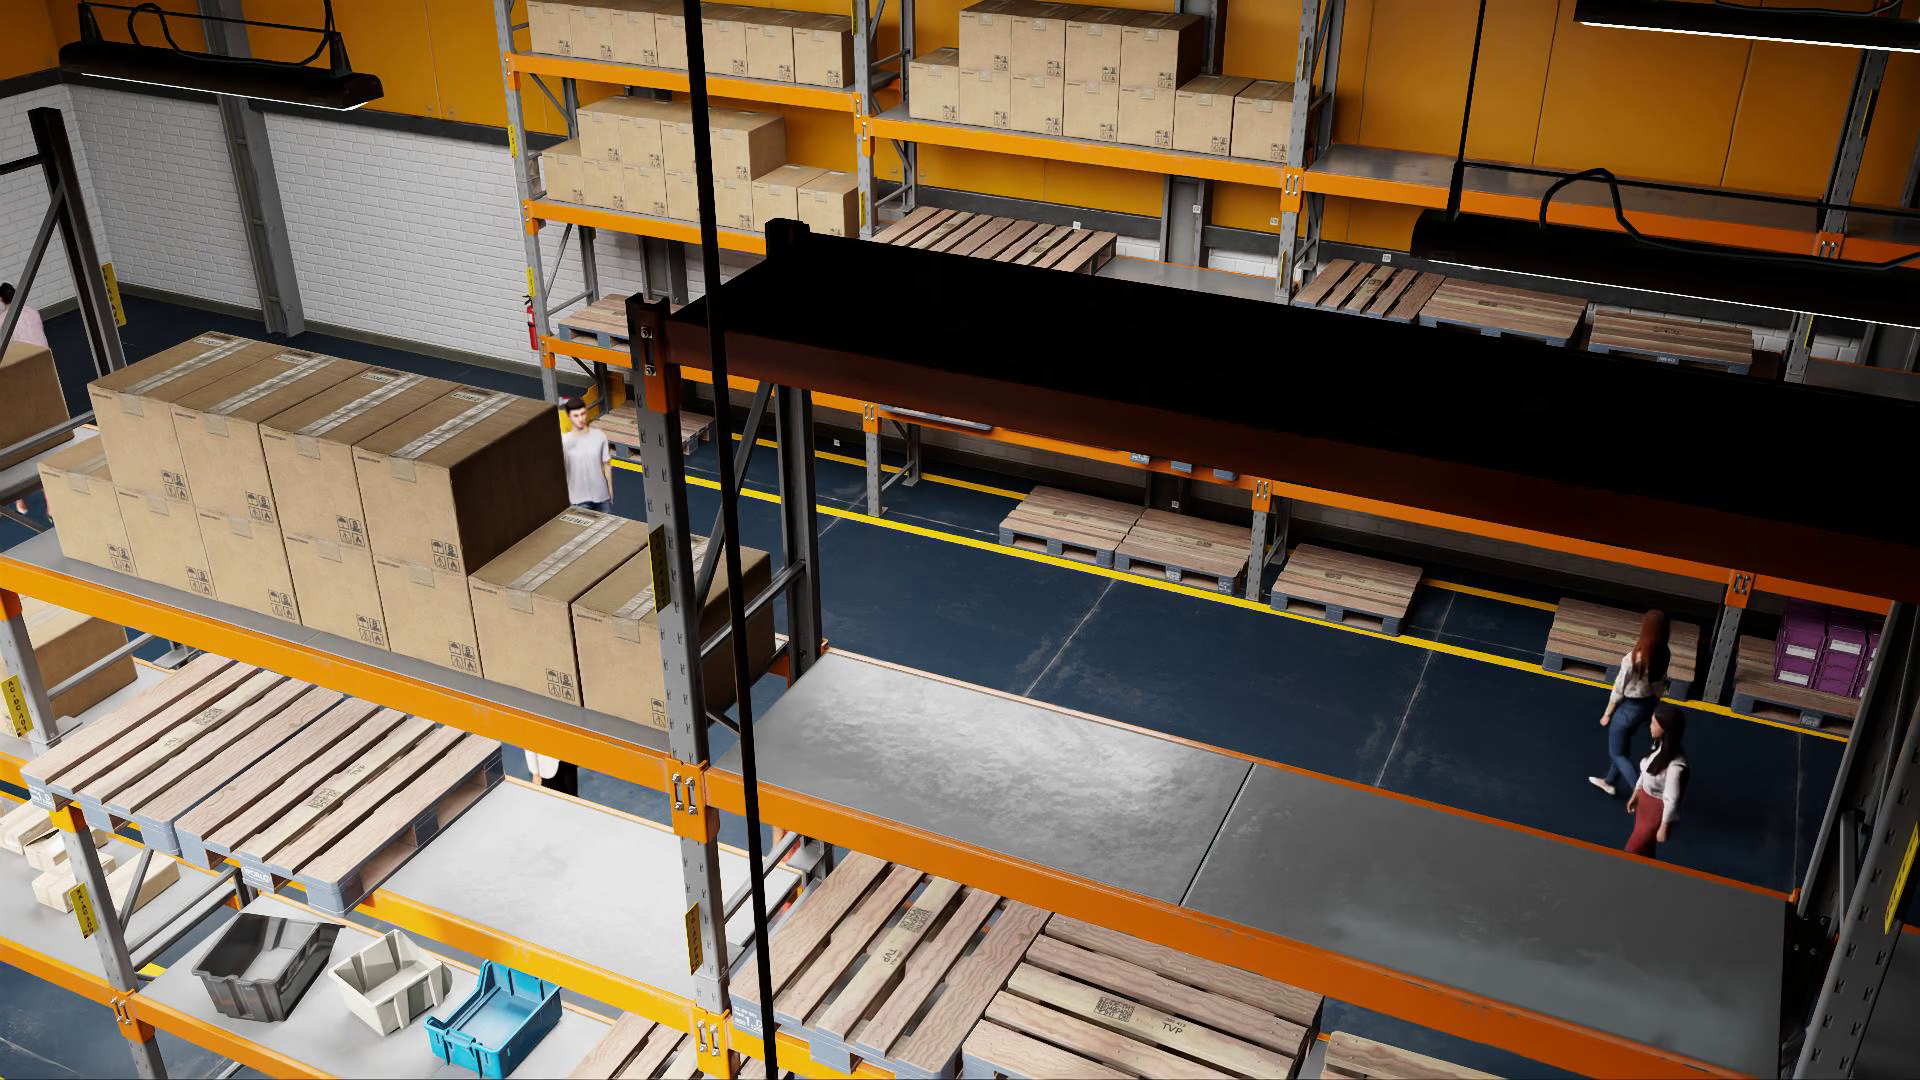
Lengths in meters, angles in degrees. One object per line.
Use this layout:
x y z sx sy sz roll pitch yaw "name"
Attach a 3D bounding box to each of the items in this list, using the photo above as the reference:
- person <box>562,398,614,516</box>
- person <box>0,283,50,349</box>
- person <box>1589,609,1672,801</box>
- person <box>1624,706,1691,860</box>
-3.497 -0.459 15.499 0.988 1.873 1.113 -16 32 -27 "person"
-10.403 -2.049 18.550 0.653 1.742 0.717 16 33 27 "person"
5.073 1.325 12.400 0.958 1.709 1.056 -12 31 -21 "person"
4.798 1.901 11.314 0.721 1.738 0.691 3 29 5 "person"
